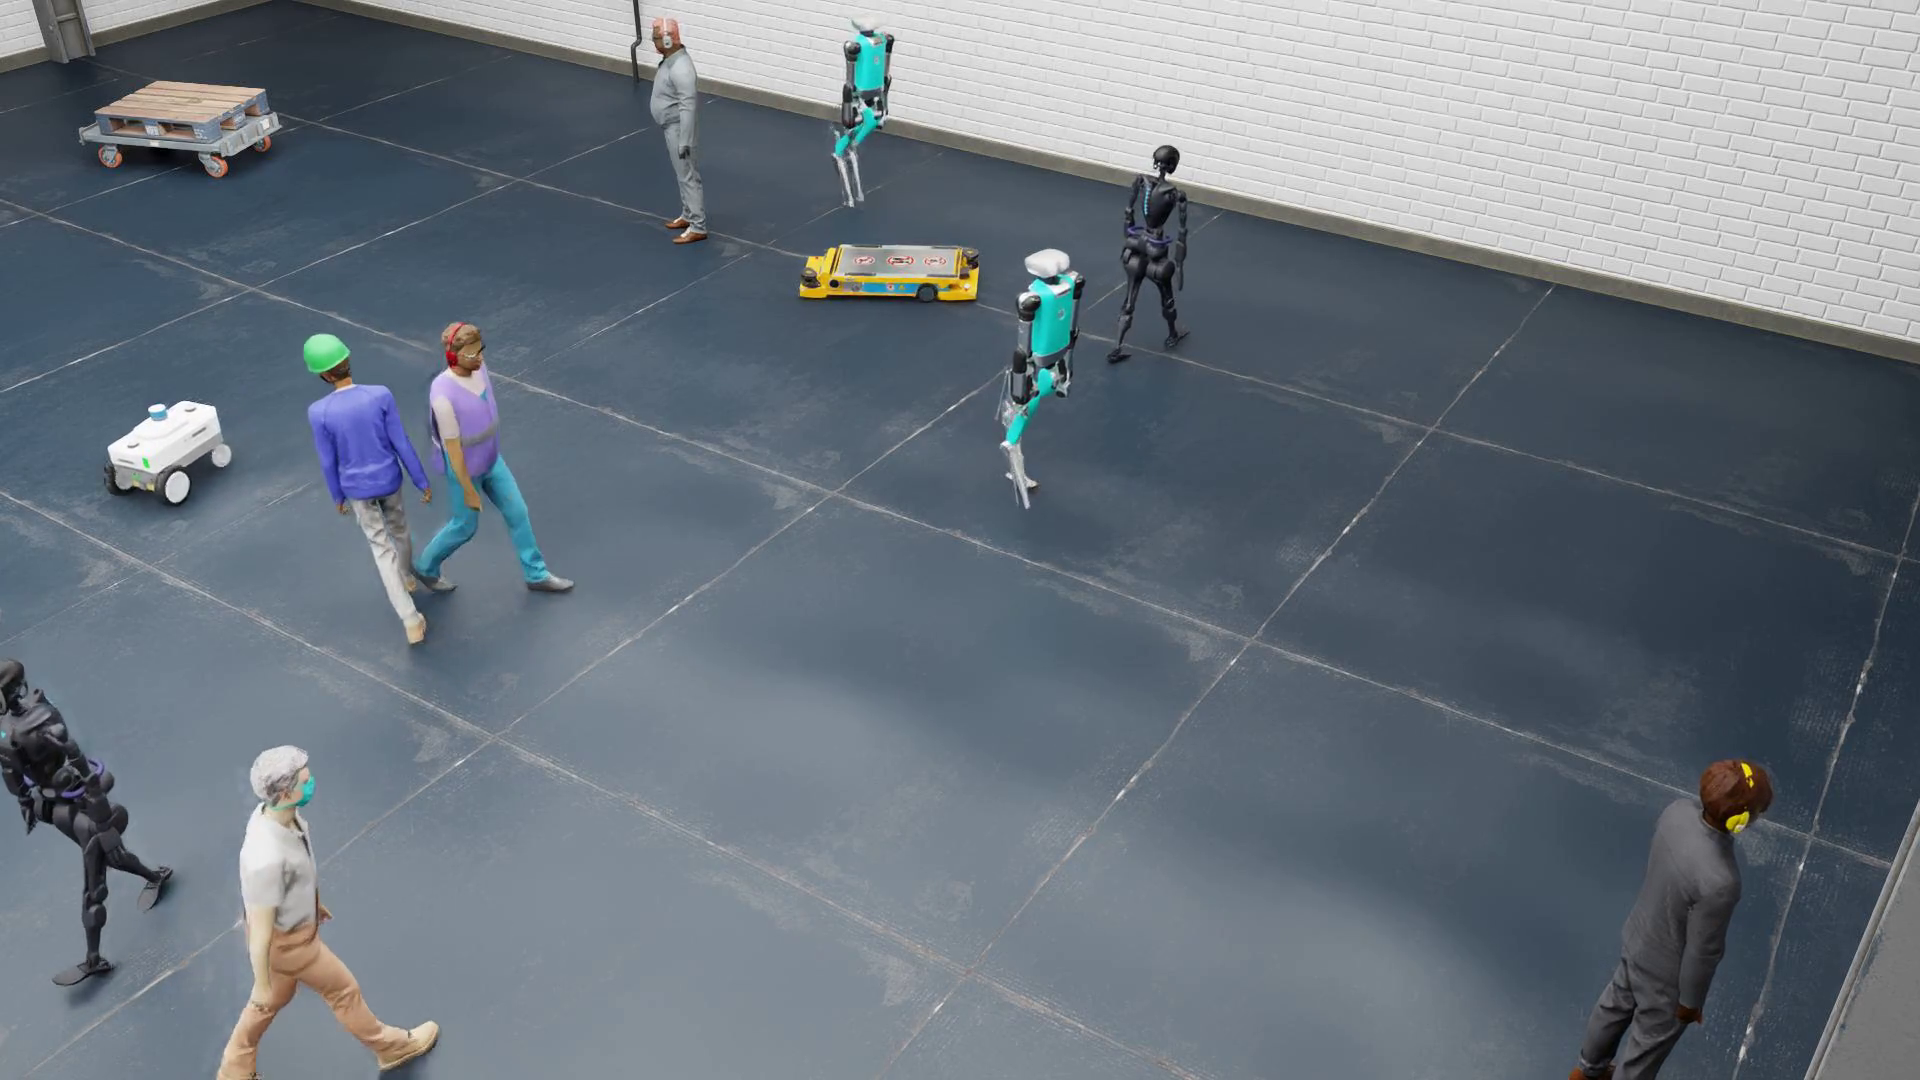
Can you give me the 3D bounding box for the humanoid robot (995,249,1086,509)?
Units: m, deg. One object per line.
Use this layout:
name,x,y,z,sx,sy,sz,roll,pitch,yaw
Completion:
humanoid robot,0.382,-1.022,10.546,0.742,1.841,0.531,28,42,36

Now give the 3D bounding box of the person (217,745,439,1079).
person,-2.658,1.557,6.533,0.879,1.682,0.523,-11,34,-17

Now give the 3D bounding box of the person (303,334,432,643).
person,-3.278,-0.325,9.342,0.543,1.810,0.871,-18,37,-26

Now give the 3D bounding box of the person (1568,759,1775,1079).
person,2.700,1.577,6.333,0.345,1.866,0.487,-1,33,-2

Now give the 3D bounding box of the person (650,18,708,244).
person,-2.412,-3.482,14.163,0.406,1.904,0.650,-9,34,-14

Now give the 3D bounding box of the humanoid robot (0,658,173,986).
humanoid robot,-3.858,1.147,7.204,0.589,1.624,0.794,12,35,18

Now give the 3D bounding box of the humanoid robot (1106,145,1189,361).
humanoid robot,1.423,-2.140,12.330,0.608,1.628,0.787,28,42,36

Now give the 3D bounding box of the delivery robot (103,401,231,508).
delivery robot,-5.211,-0.592,10.914,0.499,0.597,0.779,11,34,17

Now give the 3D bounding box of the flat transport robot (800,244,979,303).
flat transport robot,-0.567,-2.193,13.668,1.431,0.231,0.659,1,33,2

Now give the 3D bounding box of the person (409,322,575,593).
person,-2.825,-0.431,9.510,0.899,1.800,0.564,6,33,9

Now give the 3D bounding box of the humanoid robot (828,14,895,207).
humanoid robot,-0.962,-3.818,14.855,0.717,1.800,0.537,28,42,36
